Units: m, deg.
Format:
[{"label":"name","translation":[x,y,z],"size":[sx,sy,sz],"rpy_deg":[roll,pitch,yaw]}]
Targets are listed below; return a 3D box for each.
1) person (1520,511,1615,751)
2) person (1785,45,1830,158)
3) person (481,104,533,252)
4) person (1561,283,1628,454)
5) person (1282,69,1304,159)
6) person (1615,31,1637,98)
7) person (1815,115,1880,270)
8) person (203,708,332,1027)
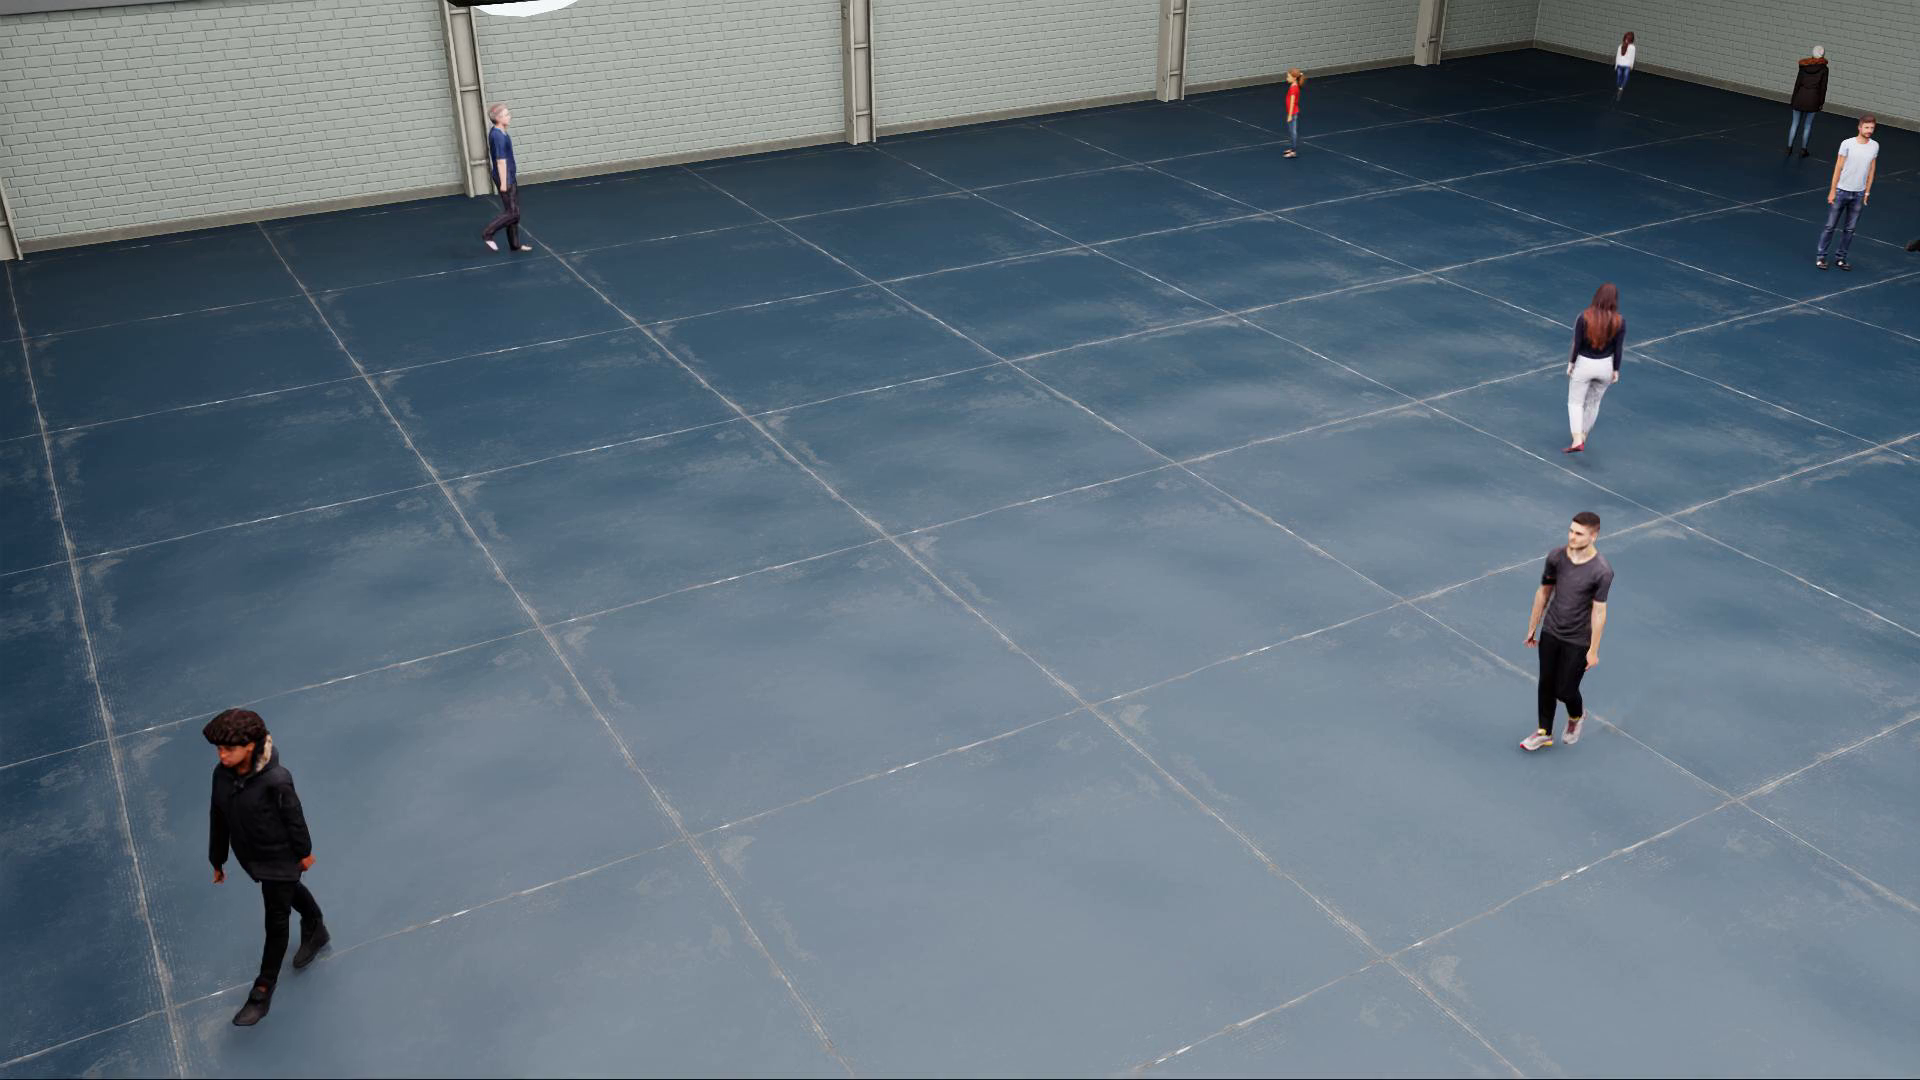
[{"label":"person","translation":[4.026,0.607,10.868],"size":[0.720,1.752,0.688],"rpy_deg":[-19,33,-32]},{"label":"person","translation":[12.735,-6.603,24.999],"size":[0.724,1.634,0.732],"rpy_deg":[19,33,32]},{"label":"person","translation":[-5.711,-4.444,20.560],"size":[0.918,1.858,0.804],"rpy_deg":[-6,28,-12]},{"label":"person","translation":[5.781,-1.530,15.200],"size":[0.896,1.584,0.937],"rpy_deg":[3,27,6]},{"label":"person","translation":[5.011,-6.424,25.010],"size":[0.611,1.305,0.560],"rpy_deg":[5,28,9]},{"label":"person","translation":[11.456,-8.198,28.679],"size":[0.648,1.100,0.772],"rpy_deg":[14,30,25]},{"label":"person","translation":[10.724,-4.205,20.087],"size":[0.679,1.865,0.756],"rpy_deg":[4,28,9]},{"label":"person","translation":[-3.657,1.633,8.903],"size":[1.082,1.726,1.159],"rpy_deg":[8,28,15]}]
